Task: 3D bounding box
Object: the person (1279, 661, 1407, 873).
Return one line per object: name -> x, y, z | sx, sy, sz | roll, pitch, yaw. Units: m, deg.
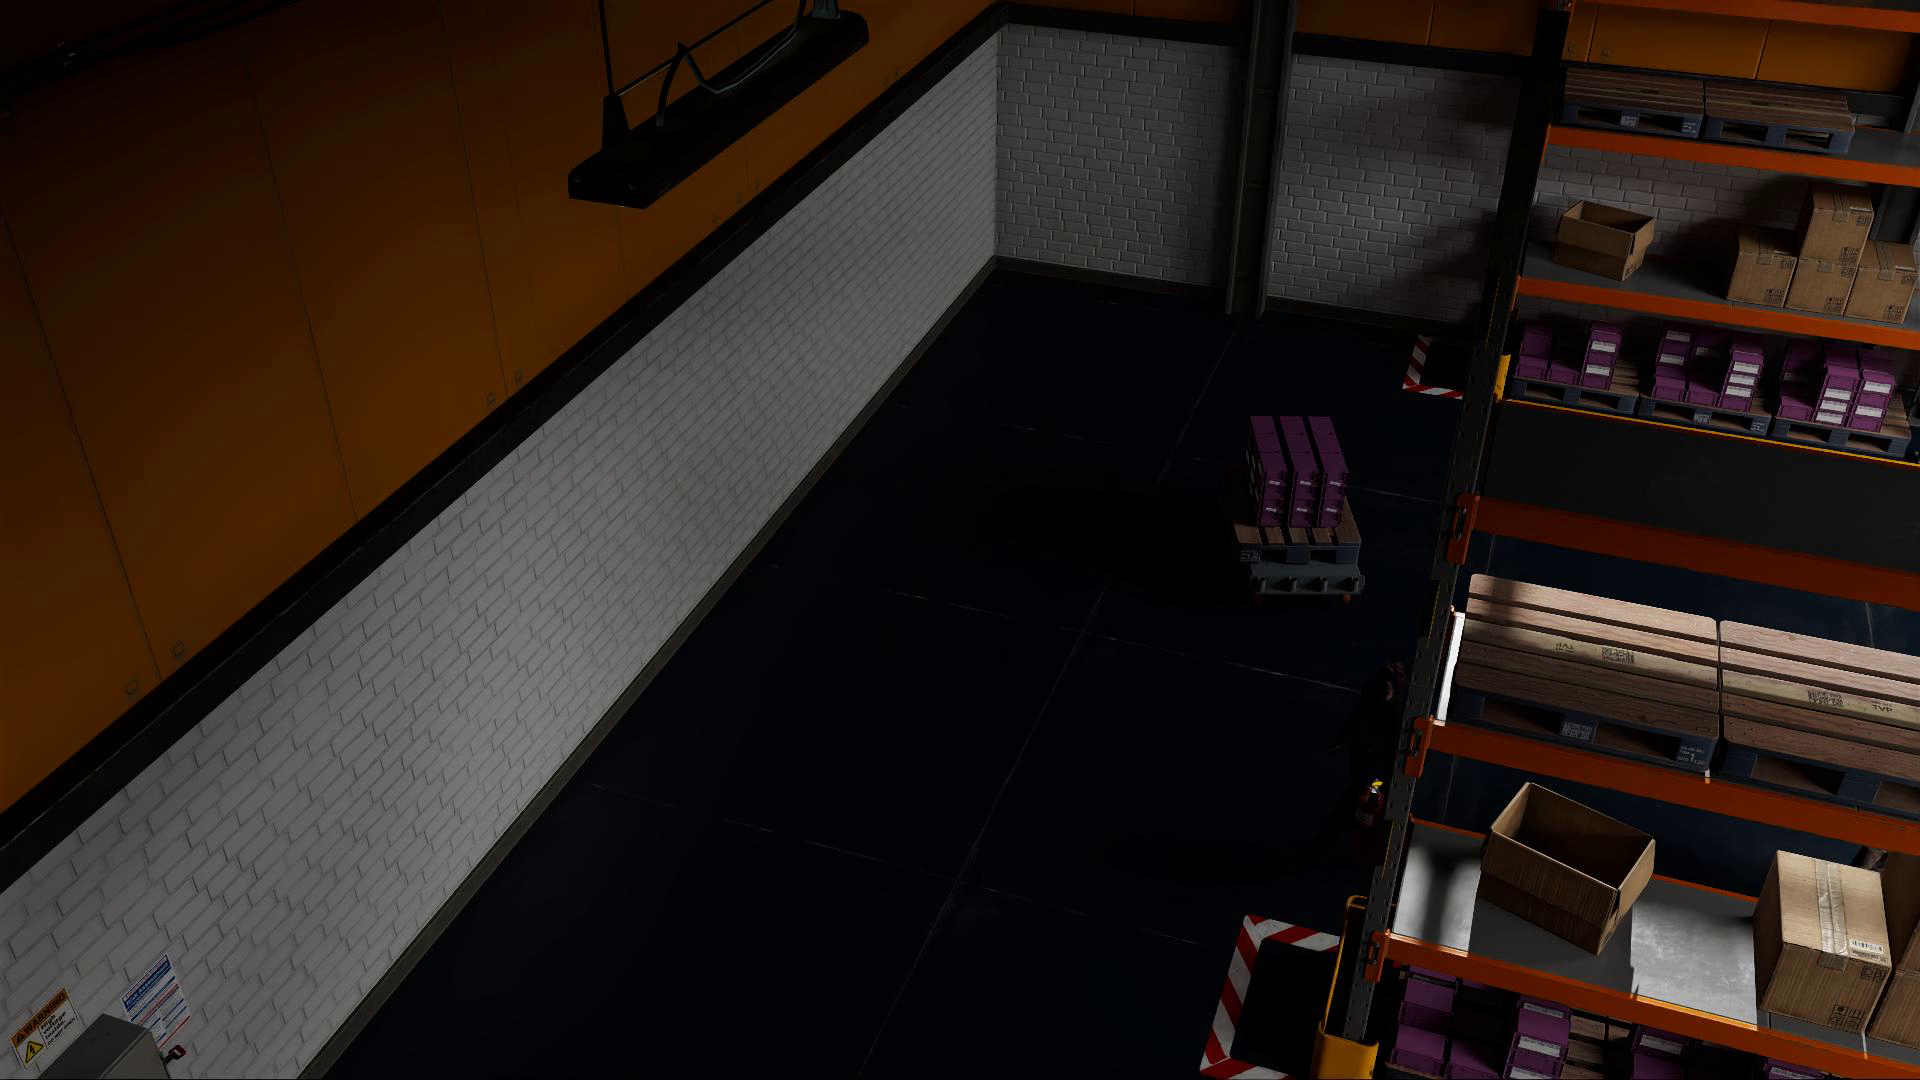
person -> 2.733, 1.483, 10.743 | 1.254, 1.776, 1.023 | -3, 34, -4
